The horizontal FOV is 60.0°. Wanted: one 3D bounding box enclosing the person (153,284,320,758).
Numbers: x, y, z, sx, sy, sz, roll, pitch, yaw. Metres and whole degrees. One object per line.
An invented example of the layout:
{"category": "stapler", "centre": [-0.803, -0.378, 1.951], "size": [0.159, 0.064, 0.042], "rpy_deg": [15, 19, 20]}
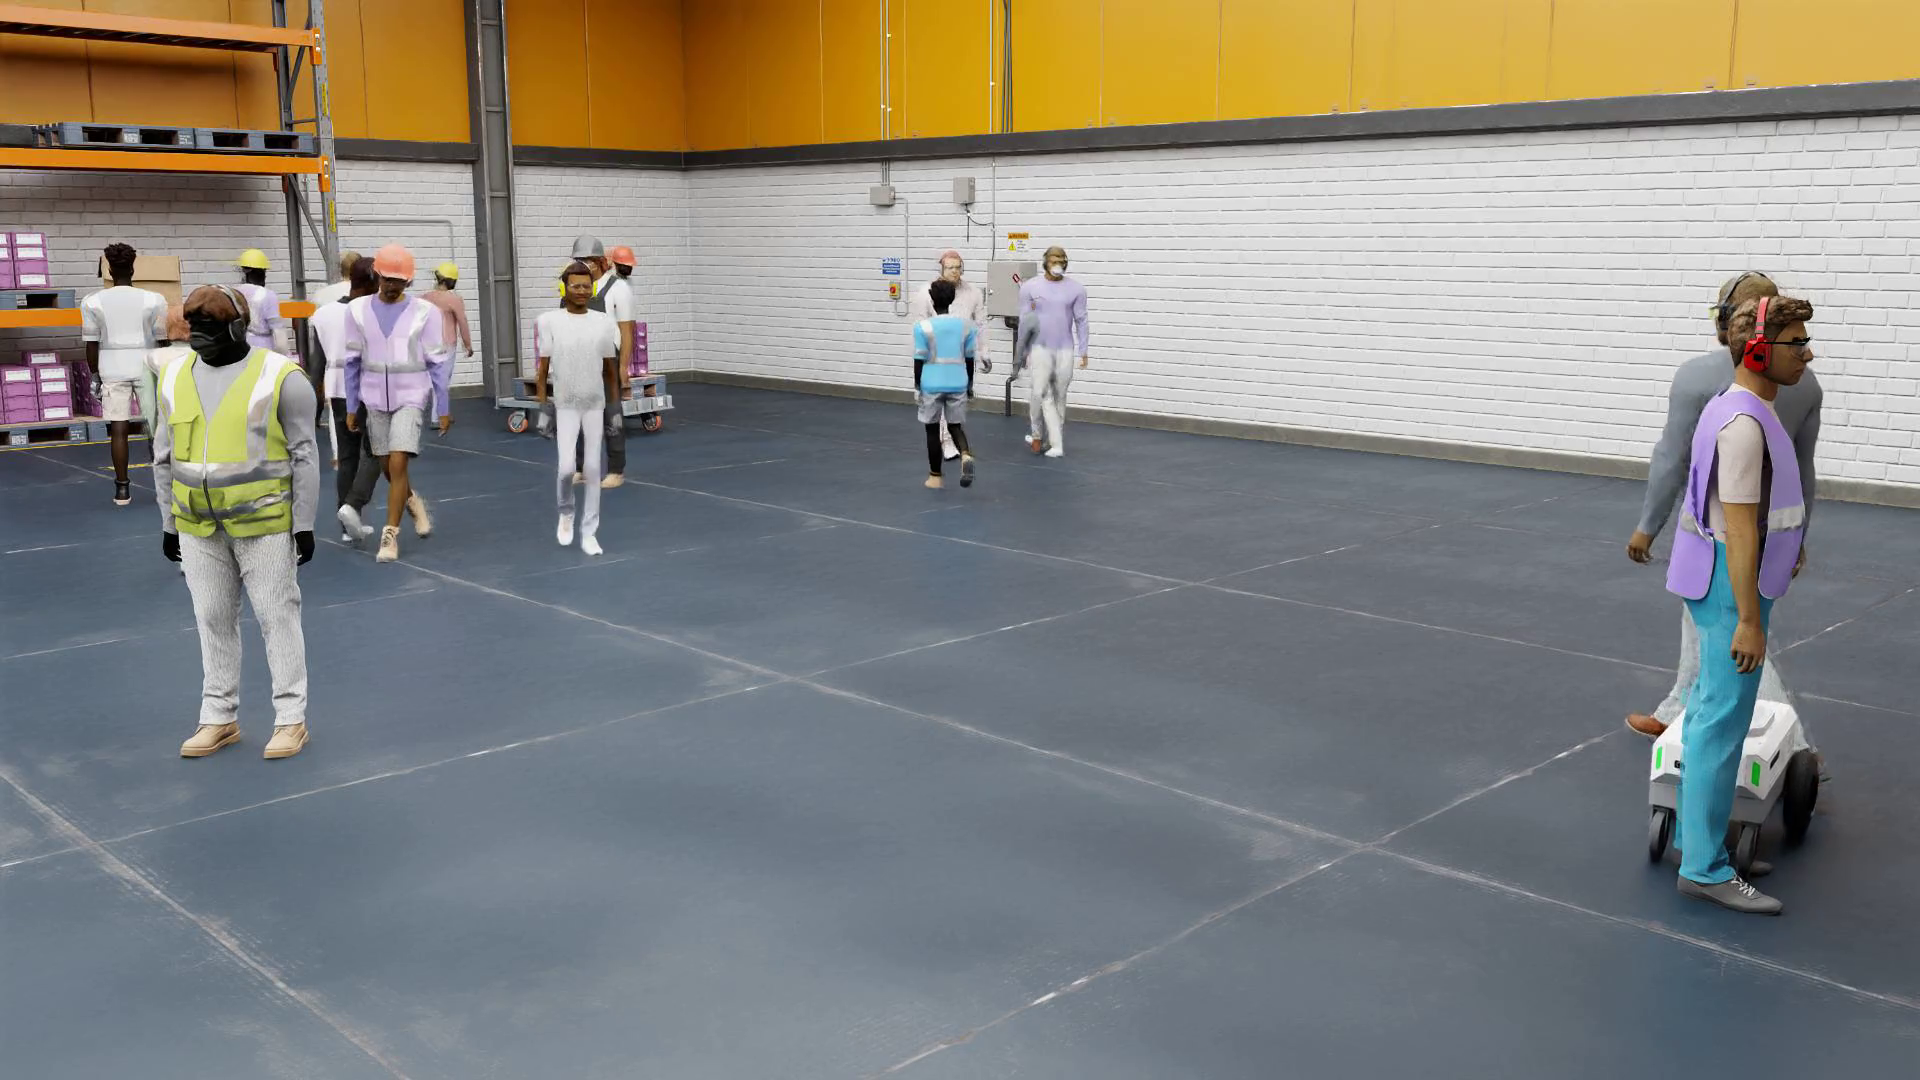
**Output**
{"category": "person", "centre": [-2.798, -0.061, 6.428], "size": [0.633, 1.839, 0.429], "rpy_deg": [1, 10, 4]}

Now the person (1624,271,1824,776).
{"category": "person", "centre": [2.898, -0.042, 6.179], "size": [0.630, 1.903, 0.974], "rpy_deg": [-5, 11, -25]}

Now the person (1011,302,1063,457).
{"category": "person", "centre": [0.762, -1.581, 15.407], "size": [0.505, 1.582, 0.858], "rpy_deg": [-7, 12, -32]}

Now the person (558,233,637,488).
{"category": "person", "centre": [-2.970, -1.434, 13.365], "size": [0.684, 2.000, 0.535], "rpy_deg": [4, 11, 19]}

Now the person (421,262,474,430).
{"category": "person", "centre": [-5.378, -2.034, 17.455], "size": [0.531, 1.737, 0.656], "rpy_deg": [5, 11, 24]}

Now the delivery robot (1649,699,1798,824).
{"category": "delivery robot", "centre": [2.545, 0.699, 5.529], "size": [0.477, 0.478, 0.707], "rpy_deg": [7, 12, 34]}

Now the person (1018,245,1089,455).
{"category": "person", "centre": [0.870, -1.728, 15.271], "size": [0.647, 1.926, 0.484], "rpy_deg": [-1, 10, -6]}

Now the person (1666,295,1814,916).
{"category": "person", "centre": [2.355, 0.185, 5.064], "size": [0.389, 1.846, 0.567], "rpy_deg": [4, 11, 21]}

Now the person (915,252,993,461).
{"category": "person", "centre": [-0.023, -1.635, 14.951], "size": [0.645, 1.868, 0.927], "rpy_deg": [-5, 11, -23]}

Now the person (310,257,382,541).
{"category": "person", "centre": [-3.971, -0.903, 10.891], "size": [0.669, 1.890, 0.594], "rpy_deg": [1, 10, 6]}

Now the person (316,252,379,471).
{"category": "person", "centre": [-5.299, -1.570, 14.595], "size": [0.632, 1.875, 1.069], "rpy_deg": [0, 10, 0]}

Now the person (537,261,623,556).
{"category": "person", "centre": [-2.410, -0.830, 10.555], "size": [0.544, 1.860, 0.411], "rpy_deg": [-5, 12, -25]}

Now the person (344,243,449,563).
{"category": "person", "centre": [-3.576, -0.896, 10.618], "size": [0.637, 1.987, 0.942], "rpy_deg": [0, 10, 0]}

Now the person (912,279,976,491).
{"category": "person", "centre": [-0.111, -1.199, 13.036], "size": [0.546, 1.680, 0.560], "rpy_deg": [-5, 11, -23]}

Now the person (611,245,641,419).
{"category": "person", "centre": [-3.663, -2.264, 18.241], "size": [0.409, 1.909, 0.578], "rpy_deg": [2, 11, 13]}

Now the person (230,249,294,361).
{"category": "person", "centre": [-6.383, -1.710, 15.292], "size": [0.602, 1.880, 0.971], "rpy_deg": [5, 11, 25]}

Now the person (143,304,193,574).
{"category": "person", "centre": [-4.679, -0.632, 10.173], "size": [0.544, 1.592, 0.835], "rpy_deg": [-2, 11, -10]}

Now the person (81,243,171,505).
{"category": "person", "centre": [-6.246, -1.247, 12.542], "size": [0.610, 1.966, 0.362], "rpy_deg": [-4, 11, -22]}
